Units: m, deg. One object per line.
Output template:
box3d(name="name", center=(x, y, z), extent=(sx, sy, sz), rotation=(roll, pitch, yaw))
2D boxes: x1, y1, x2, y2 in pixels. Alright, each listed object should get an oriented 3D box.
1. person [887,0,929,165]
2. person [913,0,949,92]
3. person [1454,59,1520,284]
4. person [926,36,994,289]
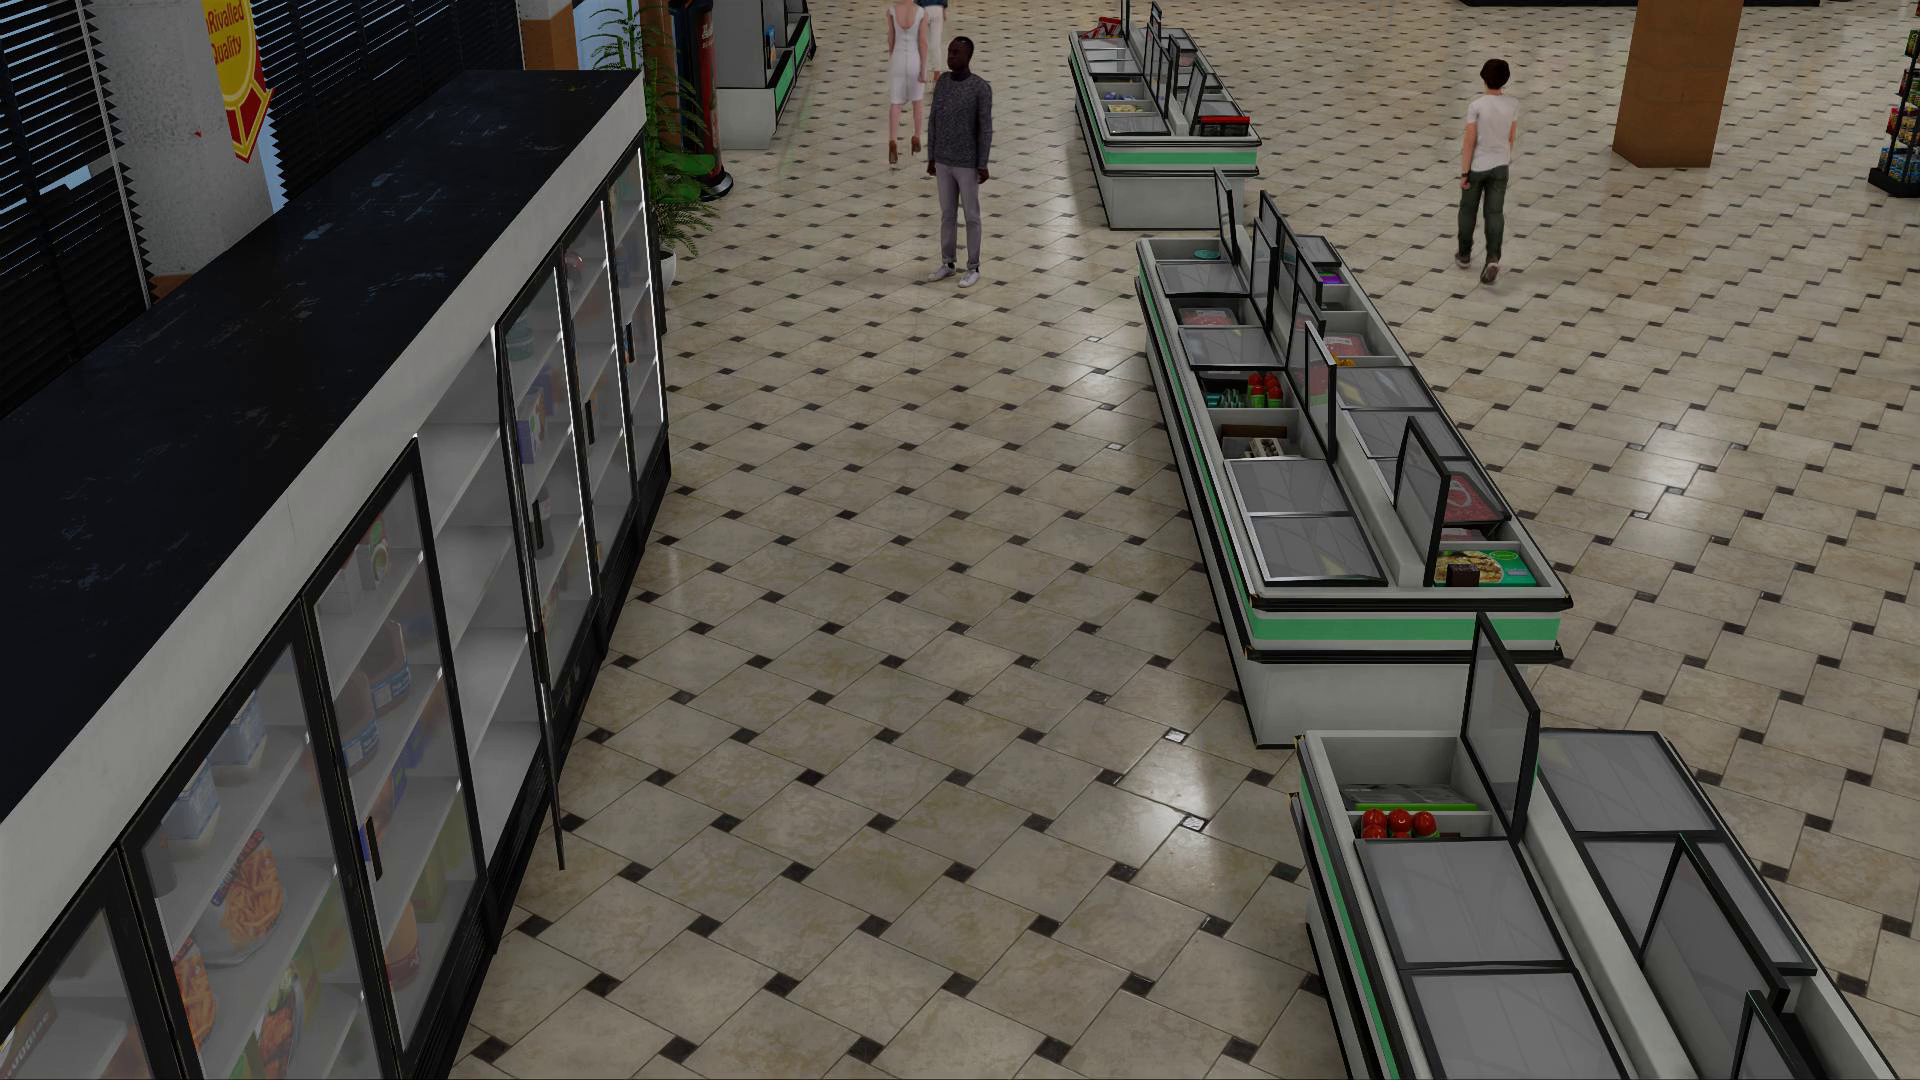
box3d(name="person", center=(-0.539, -4.364, 15.565), extent=(0.757, 1.751, 1.155), rotation=(6, 27, 11))
box3d(name="person", center=(-0.327, -5.816, 18.531), extent=(0.733, 1.659, 1.180), rotation=(-4, 27, -8))
box3d(name="person", center=(3.996, -2.752, 12.524), extent=(0.581, 1.628, 1.101), rotation=(1, 27, 3))
box3d(name="person", center=(0.005, -2.838, 12.459), extent=(0.760, 1.838, 0.764), rotation=(18, 32, 31))
